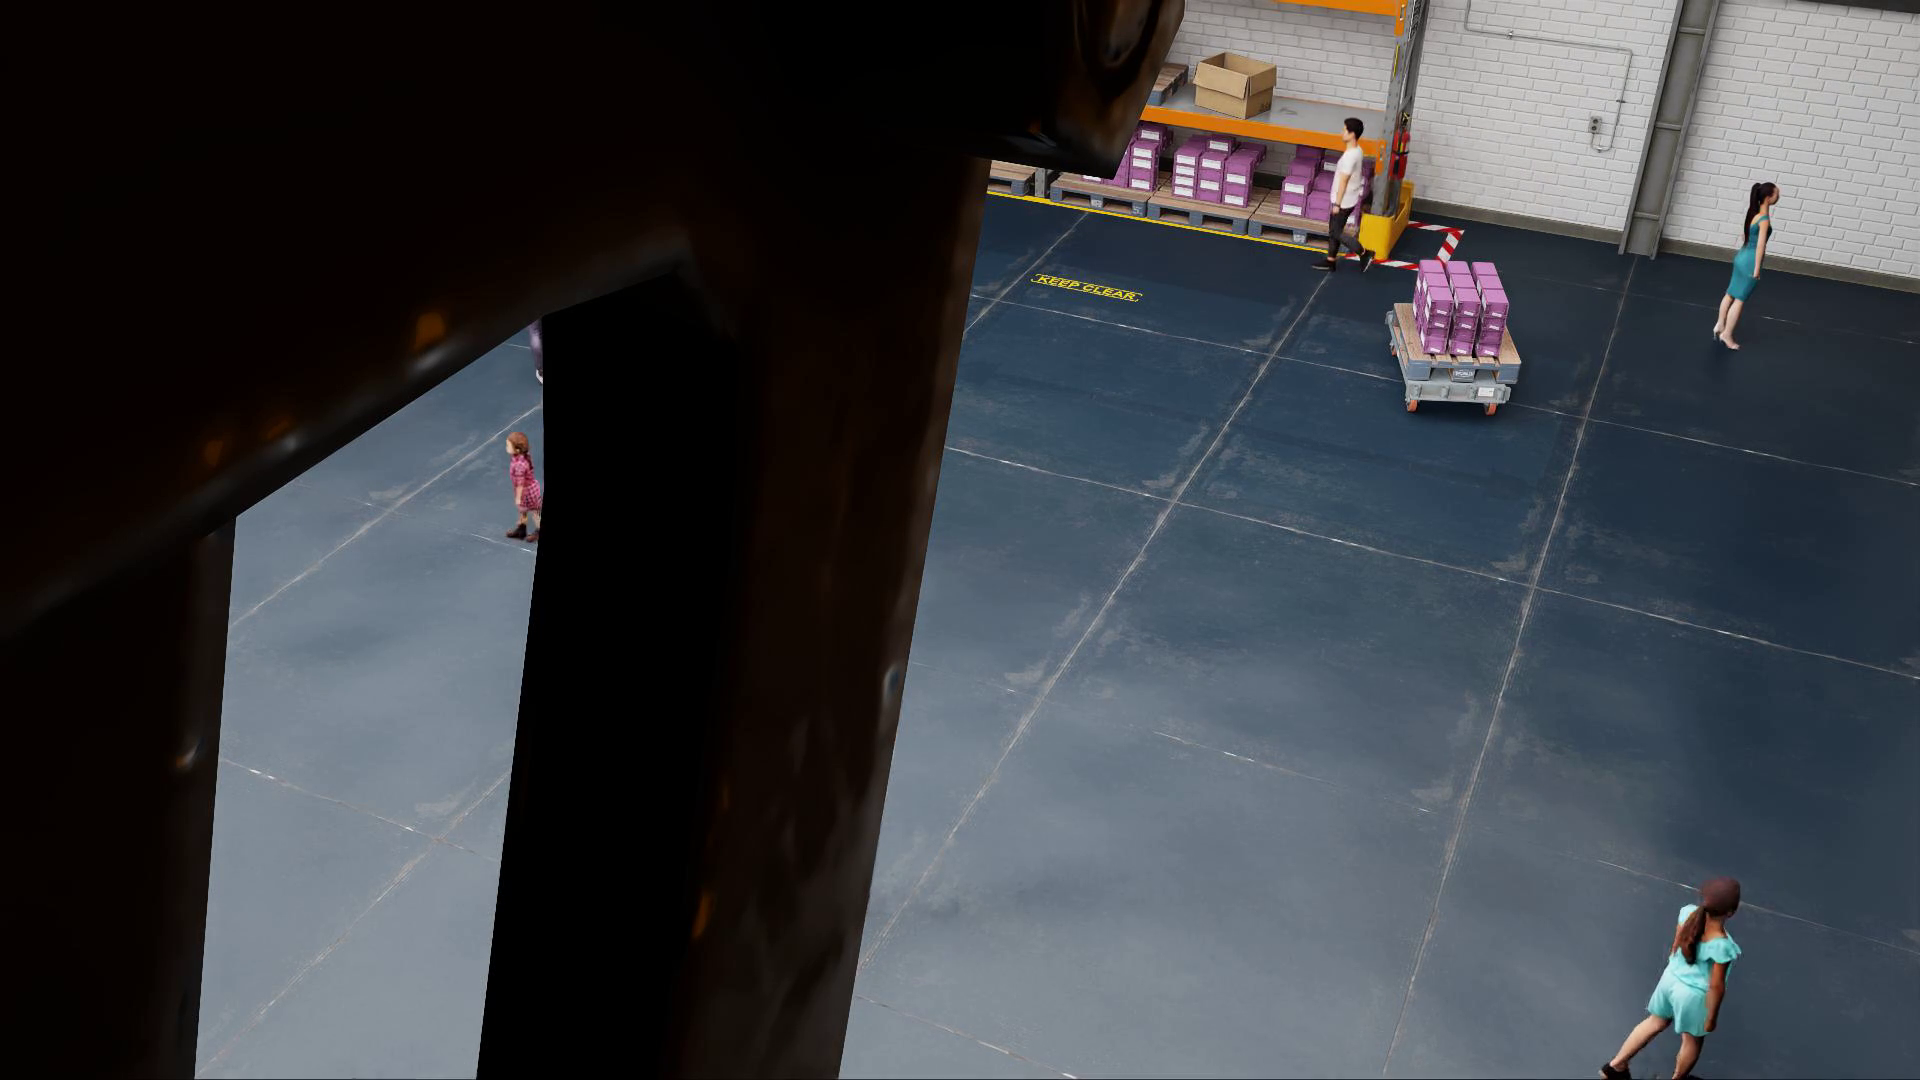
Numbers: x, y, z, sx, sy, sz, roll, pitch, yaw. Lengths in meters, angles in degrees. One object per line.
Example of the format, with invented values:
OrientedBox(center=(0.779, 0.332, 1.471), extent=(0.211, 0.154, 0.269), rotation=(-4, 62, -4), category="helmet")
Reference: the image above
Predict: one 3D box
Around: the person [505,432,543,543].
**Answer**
OrientedBox(center=(-3.470, -0.421, 13.482), extent=(0.657, 1.015, 0.579), rotation=(-5, 34, -7), category="person")

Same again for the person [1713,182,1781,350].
OrientedBox(center=(7.723, -2.702, 16.308), extent=(0.588, 1.686, 0.618), rotation=(2, 34, 4), category="person")

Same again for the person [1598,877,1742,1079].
OrientedBox(center=(3.829, 2.366, 8.792), extent=(0.925, 1.566, 0.844), rotation=(-7, 34, -11), category="person")

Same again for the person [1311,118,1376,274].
OrientedBox(center=(4.157, -3.620, 17.668), extent=(0.917, 1.709, 0.684), rotation=(12, 35, 17), category="person")
